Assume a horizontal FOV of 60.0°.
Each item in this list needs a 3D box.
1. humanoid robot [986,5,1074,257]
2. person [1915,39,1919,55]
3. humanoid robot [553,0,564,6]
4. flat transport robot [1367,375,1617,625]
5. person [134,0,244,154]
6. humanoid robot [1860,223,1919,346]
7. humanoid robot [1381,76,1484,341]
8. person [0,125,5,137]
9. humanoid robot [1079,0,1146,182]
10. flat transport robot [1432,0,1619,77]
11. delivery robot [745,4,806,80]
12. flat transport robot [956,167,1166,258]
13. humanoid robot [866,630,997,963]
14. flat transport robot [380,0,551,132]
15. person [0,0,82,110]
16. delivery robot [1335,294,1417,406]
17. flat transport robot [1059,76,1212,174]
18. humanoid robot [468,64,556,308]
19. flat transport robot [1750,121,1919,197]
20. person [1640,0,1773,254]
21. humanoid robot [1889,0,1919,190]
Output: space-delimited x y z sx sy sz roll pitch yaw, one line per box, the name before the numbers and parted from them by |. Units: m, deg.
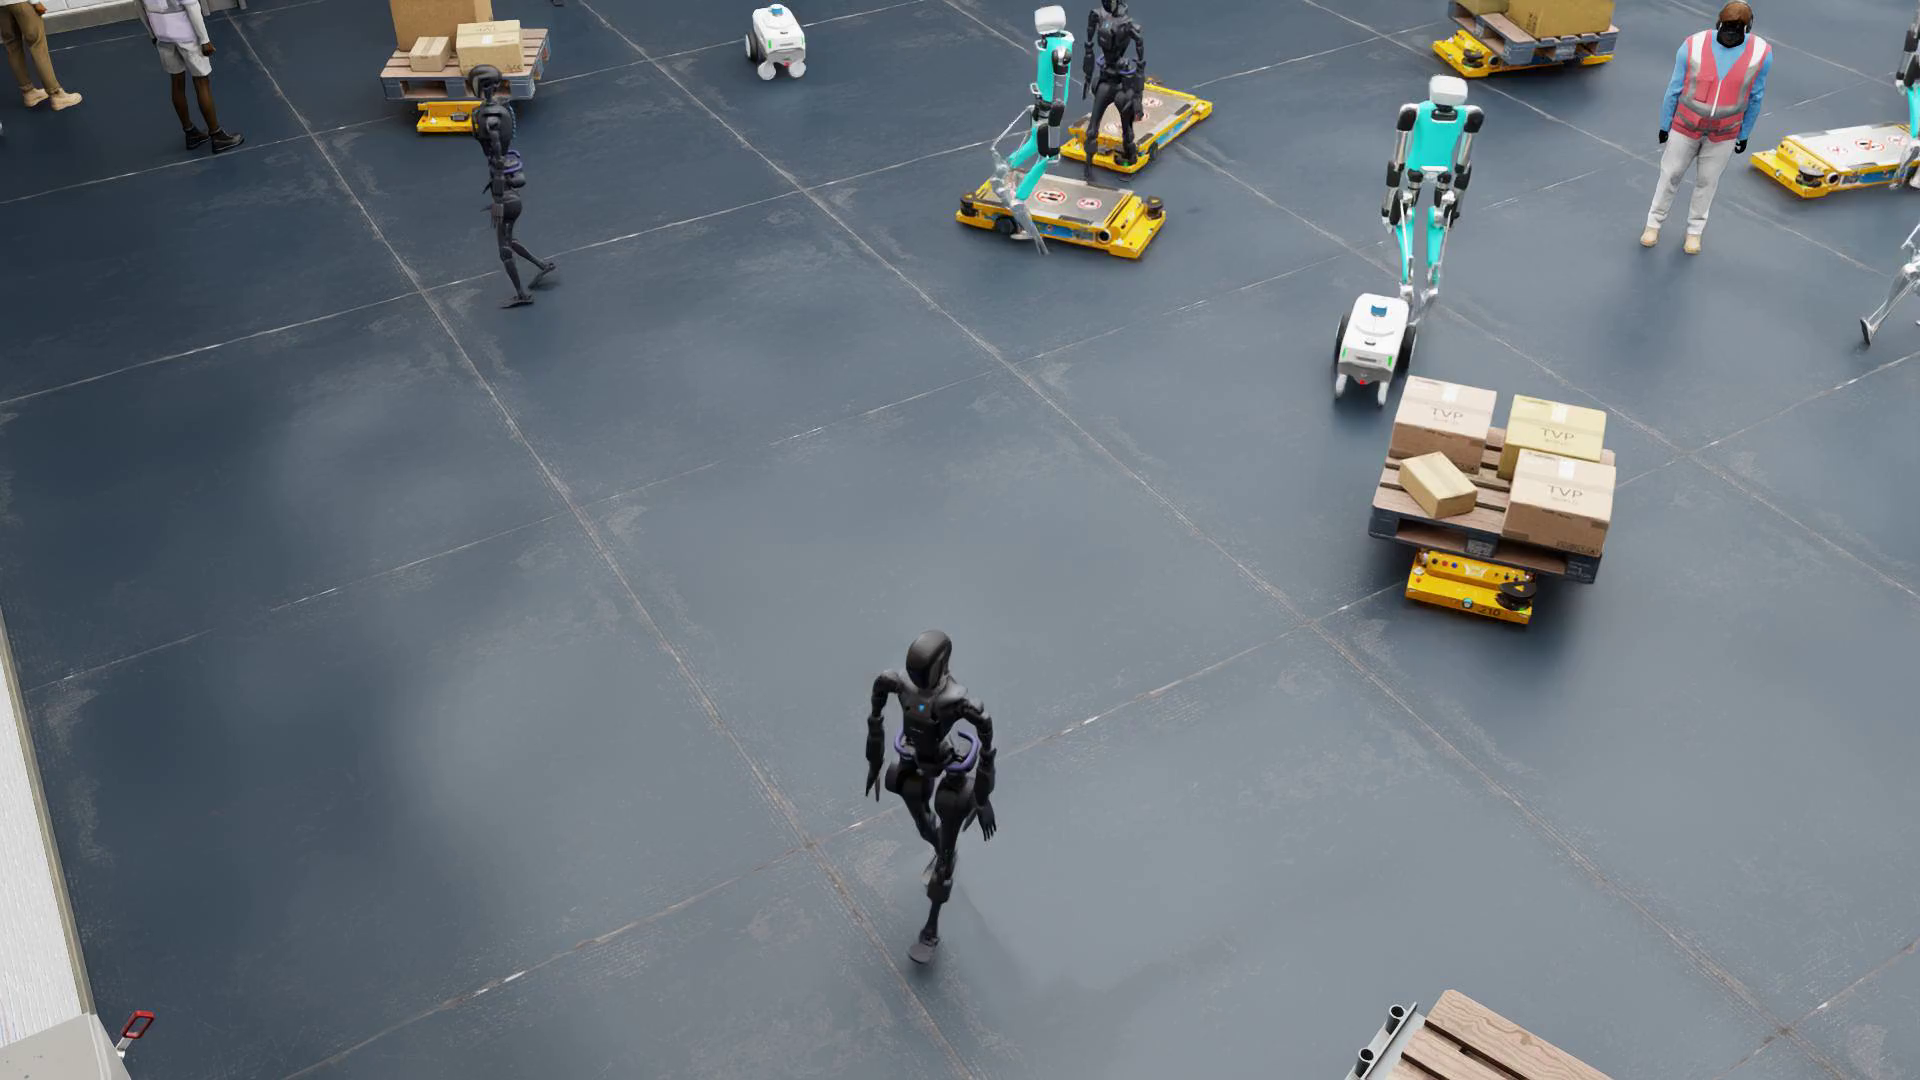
humanoid robot | 0.438 -2.823 11.695 0.689 1.836 0.535 -4 39 -5
person | 8.693 -5.009 14.354 0.671 1.830 0.429 -8 39 -10
humanoid robot | -3.737 -5.884 15.572 0.599 1.657 0.315 -26 45 -29
flat transport robot | 2.967 -0.090 9.406 0.659 0.231 1.431 13 40 16
person | -6.088 -3.978 12.971 0.550 1.933 0.371 12 40 14
humanoid robot | 6.313 -2.069 10.725 0.965 1.765 0.540 -8 39 -10
humanoid robot | 3.008 -2.006 10.657 0.571 1.805 0.747 0 38 0
person | -8.016 -4.008 13.087 0.486 1.836 0.581 7 39 8
humanoid robot | 1.160 -3.425 12.511 0.601 1.621 0.684 29 47 31
flat transport robot | 5.029 -4.404 14.849 1.431 0.231 0.659 -9 39 -11
delivery robot | -1.610 -4.415 14.637 0.522 0.602 0.773 -11 40 -13
flat transport robot | 0.752 -2.447 12.380 1.431 0.231 0.659 15 41 18
humanoid robot | -0.135 1.005 6.907 0.613 1.633 0.724 15 41 18
flat transport robot | -4.135 -3.843 14.141 0.659 0.231 1.431 -1 38 -1
person | -7.768 -4.394 13.630 0.531 1.767 0.363 11 40 14
delivery robot | 2.654 -1.269 10.677 0.499 0.612 0.796 13 40 15
flat transport robot | 1.451 -3.398 13.579 0.659 0.231 1.431 22 43 26
humanoid robot | -3.035 -2.392 11.183 0.447 1.642 0.588 -11 40 -14
flat transport robot | 7.044 -2.990 13.064 1.431 0.231 0.659 -10 39 -12
person | 5.234 -2.892 11.688 0.628 1.836 0.431 13 40 16
humanoid robot | 7.297 -3.372 12.411 0.552 1.843 0.728 5 39 6
